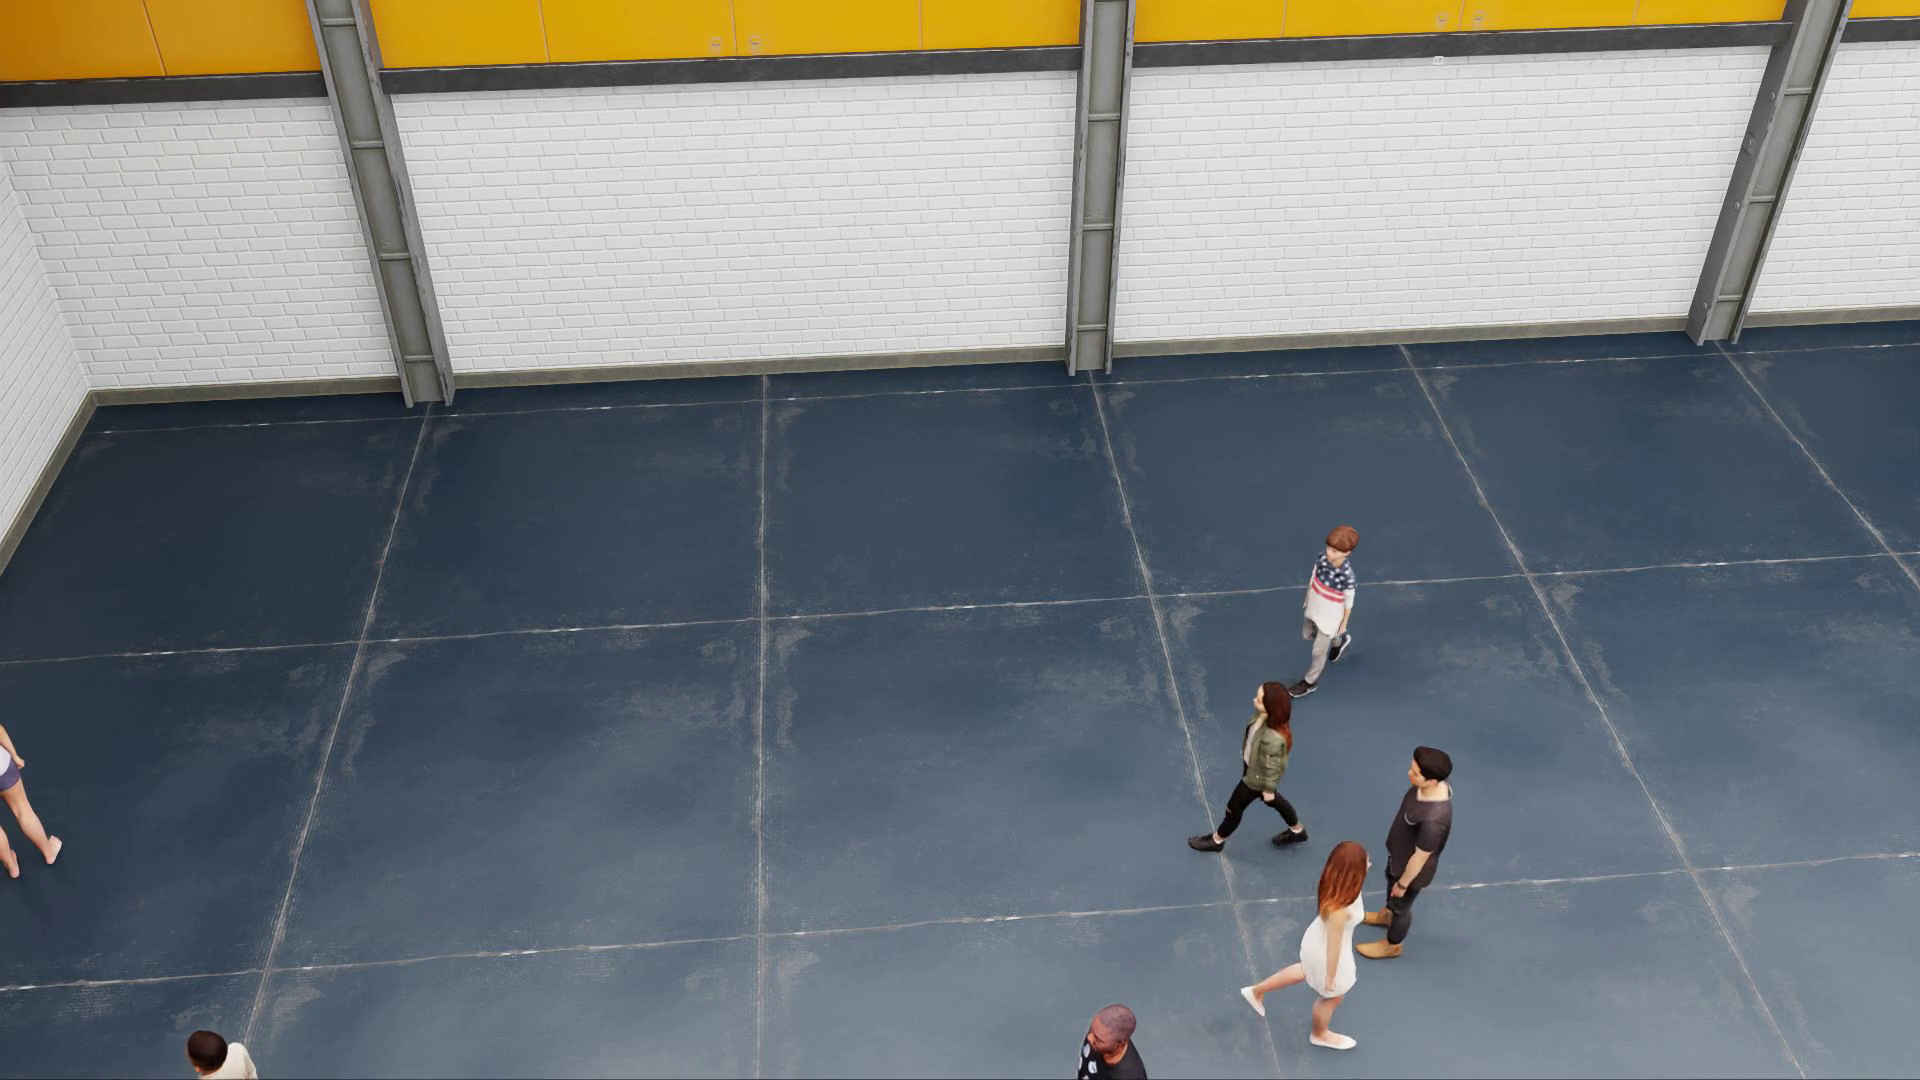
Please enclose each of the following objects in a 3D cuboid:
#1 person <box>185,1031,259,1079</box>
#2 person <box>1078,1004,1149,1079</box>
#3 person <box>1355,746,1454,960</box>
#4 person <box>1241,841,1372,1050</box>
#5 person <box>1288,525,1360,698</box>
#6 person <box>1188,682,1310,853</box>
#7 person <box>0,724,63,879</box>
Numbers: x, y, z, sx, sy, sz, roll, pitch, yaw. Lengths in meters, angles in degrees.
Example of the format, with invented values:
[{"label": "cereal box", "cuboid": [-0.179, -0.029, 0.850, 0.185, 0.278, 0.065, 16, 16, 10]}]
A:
[{"label": "person", "cuboid": [-3.698, 2.977, 8.536, 0.623, 1.465, 0.616, 12, 40, 14]}, {"label": "person", "cuboid": [0.759, 2.919, 8.338, 0.676, 1.804, 0.712, -12, 40, -15]}, {"label": "person", "cuboid": [2.701, 1.838, 9.767, 0.705, 1.709, 0.723, 7, 39, 9]}, {"label": "person", "cuboid": [1.955, 2.262, 9.245, 0.979, 1.698, 0.712, 6, 39, 8]}, {"label": "person", "cuboid": [2.621, 0.458, 11.720, 0.908, 1.428, 0.741, -21, 43, -25]}, {"label": "person", "cuboid": [1.958, 1.458, 10.456, 1.038, 1.443, 0.692, 2, 39, 2]}, {"label": "person", "cuboid": [-6.041, 1.422, 10.269, 0.602, 1.733, 0.729, -17, 42, -20]}]
